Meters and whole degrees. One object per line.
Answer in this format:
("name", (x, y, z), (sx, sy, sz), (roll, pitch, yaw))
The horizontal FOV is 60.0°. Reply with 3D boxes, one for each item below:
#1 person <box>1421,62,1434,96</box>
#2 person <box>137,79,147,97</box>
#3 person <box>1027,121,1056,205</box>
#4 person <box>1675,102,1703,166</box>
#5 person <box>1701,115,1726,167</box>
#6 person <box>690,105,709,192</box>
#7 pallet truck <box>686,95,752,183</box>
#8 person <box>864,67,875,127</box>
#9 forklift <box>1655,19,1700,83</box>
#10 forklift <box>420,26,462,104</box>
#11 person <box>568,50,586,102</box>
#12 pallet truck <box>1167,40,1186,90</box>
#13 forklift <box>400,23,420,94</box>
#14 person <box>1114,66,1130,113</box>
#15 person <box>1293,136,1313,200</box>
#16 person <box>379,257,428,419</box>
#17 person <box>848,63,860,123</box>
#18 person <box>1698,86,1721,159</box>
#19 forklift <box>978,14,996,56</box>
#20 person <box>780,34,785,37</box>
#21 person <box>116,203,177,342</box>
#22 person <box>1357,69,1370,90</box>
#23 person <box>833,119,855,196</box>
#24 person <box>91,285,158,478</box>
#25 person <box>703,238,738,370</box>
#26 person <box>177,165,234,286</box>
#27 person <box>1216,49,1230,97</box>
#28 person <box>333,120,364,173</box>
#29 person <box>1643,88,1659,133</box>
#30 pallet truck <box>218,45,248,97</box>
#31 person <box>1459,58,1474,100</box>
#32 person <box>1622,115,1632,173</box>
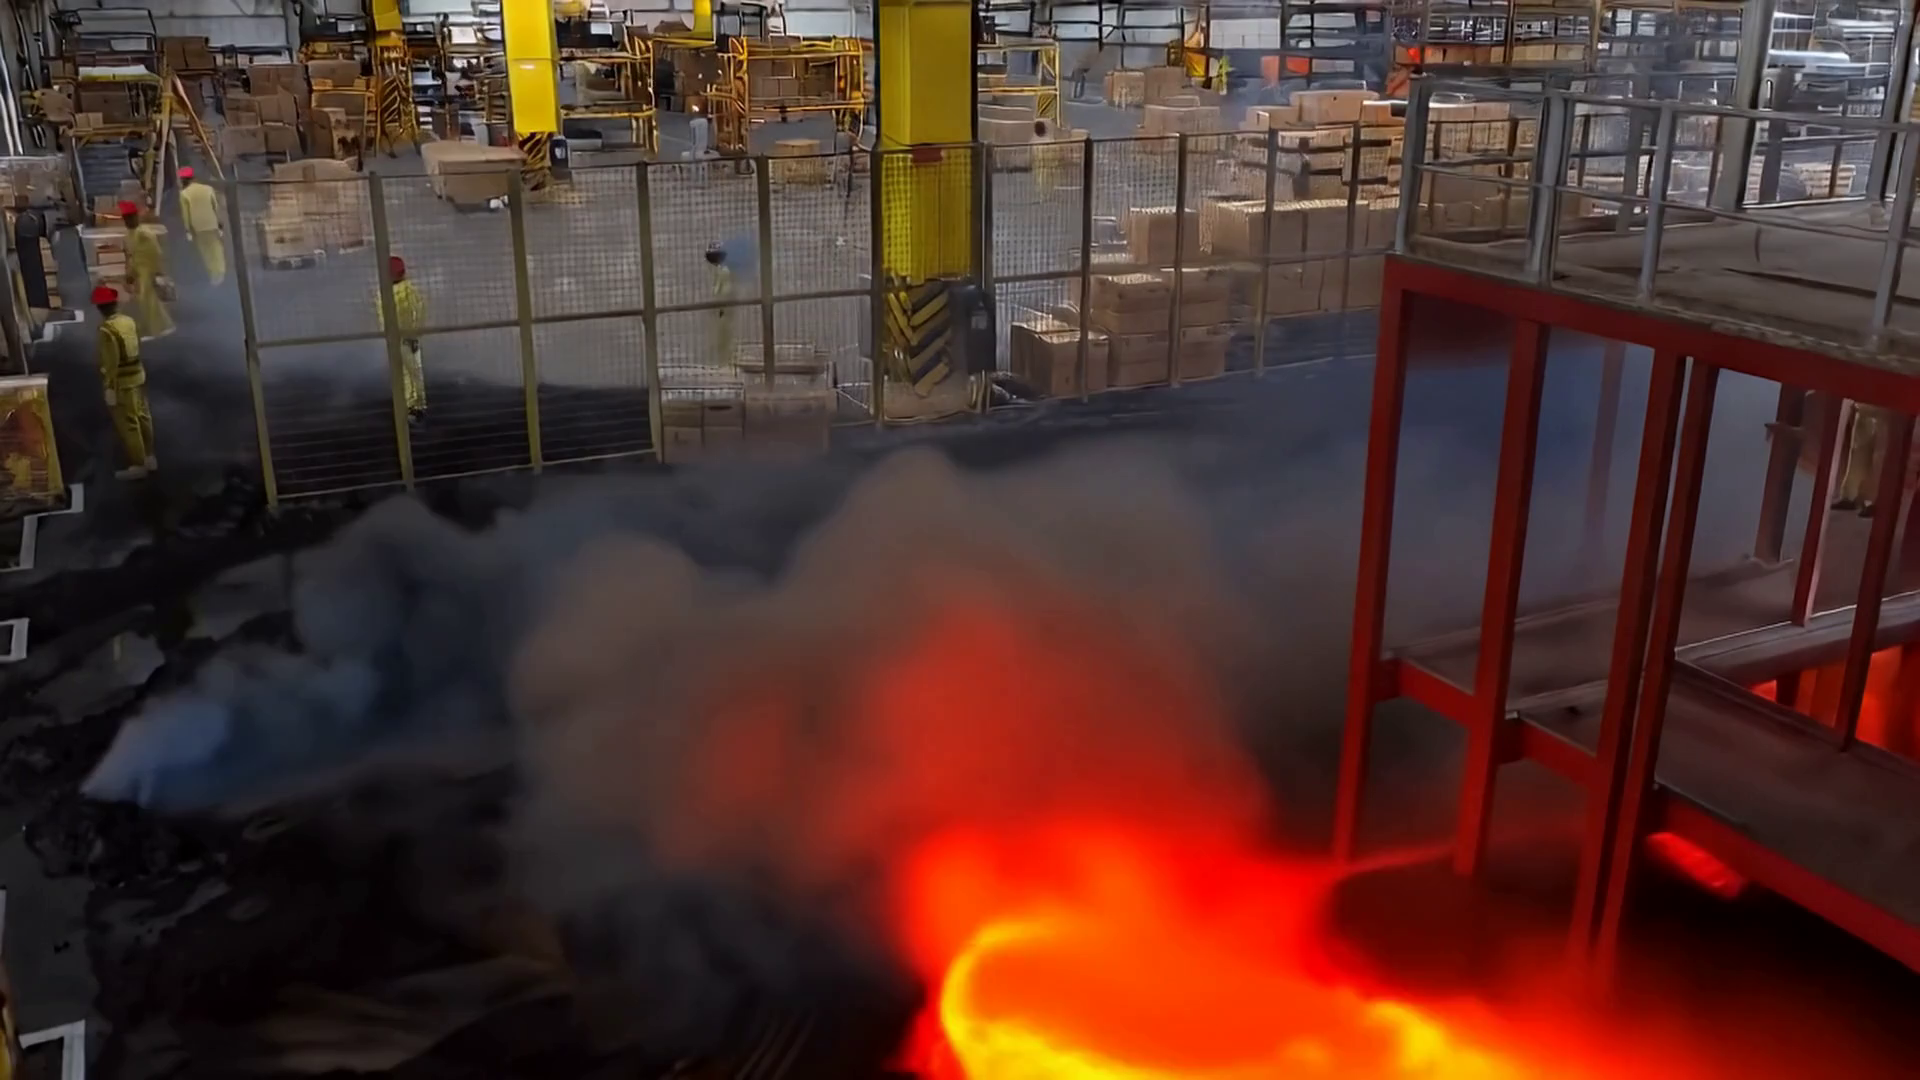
("person", (15.054, -14.445, 53.811), (0.598, 2.000, 0.717), (12, 22, 30))
("person", (-25.179, -13.424, 51.471), (0.525, 1.631, 0.319), (8, 21, 23))
("person", (1.762, -8.097, 35.772), (0.647, 1.805, 0.495), (-1, 19, -2))
("person", (17.270, -9.419, 39.471), (0.565, 1.882, 0.975), (7, 20, 19))
("person", (17.336, -8.932, 38.278), (0.484, 1.733, 0.548), (-18, 26, -41))
("person", (-5.969, -8.944, 38.020), (0.372, 1.940, 0.632), (7, 20, 20))
("pallet truck", (-5.836, -9.608, 39.856), (0.823, 1.965, 1.885), (10, 22, 27))
("person", (-2.873, -14.269, 53.558), (0.355, 1.876, 0.574), (-17, 26, -41))
("forklift", (31.238, -21.020, 71.603), (1.129, 2.768, 1.873), (-10, 21, -26))
("forklift", (-19.640, -17.761, 62.156), (1.873, 2.768, 1.129), (-5, 20, -13))
("person", (-14.557, -17.646, 63.279), (0.662, 1.910, 0.832), (-6, 20, -16))
("pallet truck", (9.045, -19.971, 69.895), (0.823, 1.965, 1.885), (-3, 19, -8))
("forklift", (-21.535, -18.997, 65.739), (1.129, 2.768, 1.873), (-7, 20, -18))
("person", (5.789, -15.995, 58.982), (0.871, 1.594, 0.520), (-15, 24, -37))
("person", (6.672, -6.924, 32.329), (0.401, 1.826, 0.515), (16, 25, 38))
("person", (-6.340, -2.299, 18.902), (0.619, 1.845, 0.430), (17, 25, 40))
("person", (-3.497, -14.687, 54.704), (0.406, 1.918, 0.583), (3, 19, 8))
("person", (20.081, -11.166, 44.508), (0.573, 1.909, 0.701), (-5, 20, -15))
("forklift", (1.195, -23.060, 77.516), (1.129, 2.768, 1.873), (-15, 24, -38))
("person", (-8.288, -22.846, 78.374), (0.842, 1.907, 0.548), (-5, 20, -13))
("person", (-11.278, -3.695, 22.944), (0.593, 1.872, 0.824), (13, 23, 33))
("person", (12.571, -13.697, 51.860), (0.477, 1.902, 0.609), (13, 23, 32))
("person", (-2.610, -8.620, 37.461), (0.534, 1.692, 0.321), (9, 21, 24))
("person", (-8.408, -1.593, 16.700), (0.402, 1.944, 0.605), (1, 19, 2))
("person", (-3.004, -2.955, 20.978), (0.497, 1.726, 0.489), (-14, 24, -36))
("person", (-12.097, -5.006, 26.582), (0.508, 1.956, 0.667), (17, 25, 40))
("person", (10.441, -18.498, 65.861), (0.625, 1.844, 0.429), (-11, 22, -28))
("person", (-12.631, -7.702, 34.421), (0.552, 1.937, 0.358), (-9, 21, -23))
("person", (19.982, -12.302, 48.291), (0.520, 1.584, 0.867), (2, 19, 6))
("pallet truck", (-28.879, -18.665, 66.111), (0.823, 1.965, 1.885), (-3, 19, -9))
("person", (17.124, -15.349, 56.539), (0.814, 1.960, 0.644), (0, 19, 0))
("person", (15.135, -8.751, 37.582), (0.555, 1.851, 0.423), (-15, 24, -37))
